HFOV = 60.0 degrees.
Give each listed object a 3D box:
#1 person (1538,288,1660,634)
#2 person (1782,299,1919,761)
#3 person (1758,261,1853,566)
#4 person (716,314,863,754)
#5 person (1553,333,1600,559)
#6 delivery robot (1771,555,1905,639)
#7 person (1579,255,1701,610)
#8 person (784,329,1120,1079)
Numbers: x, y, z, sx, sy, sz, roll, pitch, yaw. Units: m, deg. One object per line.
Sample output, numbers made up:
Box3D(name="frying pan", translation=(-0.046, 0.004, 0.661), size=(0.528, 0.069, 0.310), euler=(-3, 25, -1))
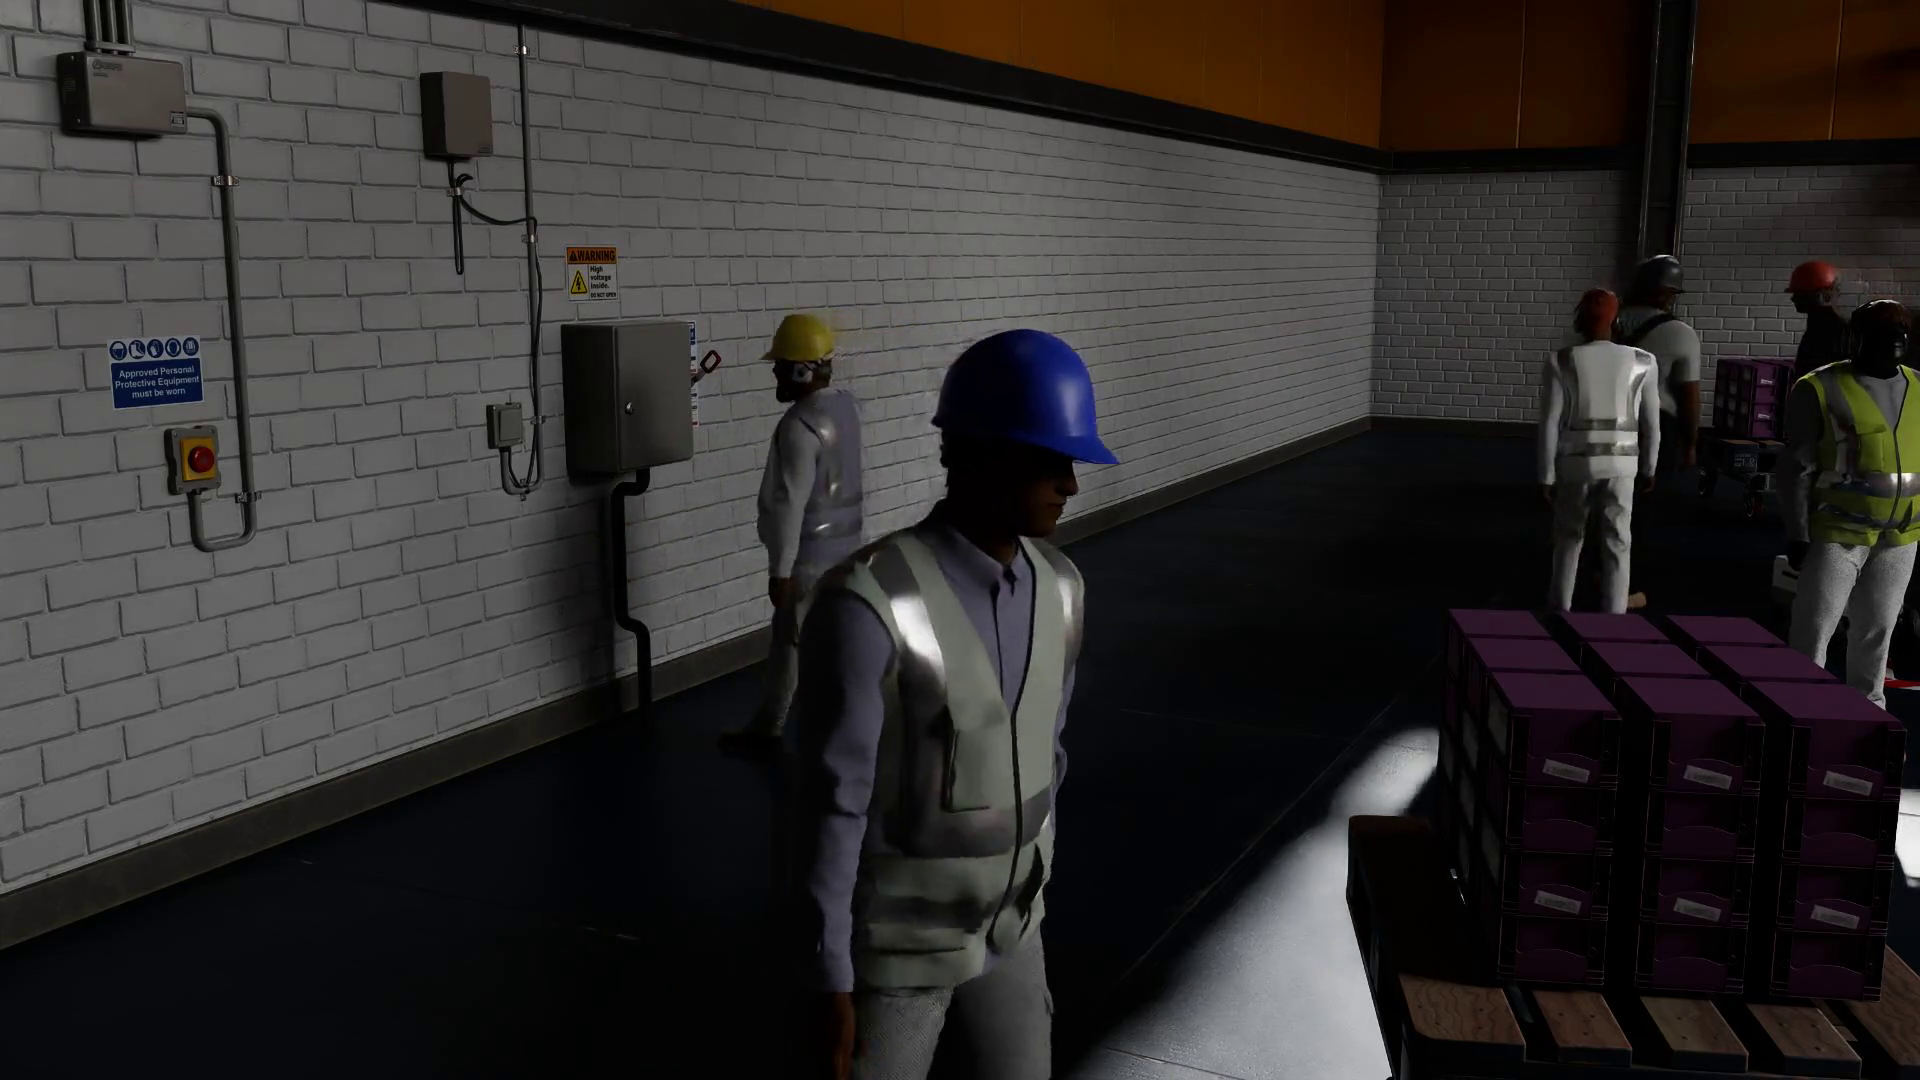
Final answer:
Box3D(name="person", translation=(3.246, -0.351, 8.483), size=(0.604, 1.836, 0.916), euler=(2, 10, 12))
Box3D(name="person", translation=(3.581, -0.027, 6.608), size=(0.627, 1.844, 0.429), euler=(-1, 10, -4))
Box3D(name="person", translation=(5.405, -0.772, 10.567), size=(0.627, 1.963, 0.660), euler=(8, 12, 38))
Box3D(name="person", translation=(-0.584, 0.017, 6.493), size=(0.839, 1.799, 0.609), euler=(2, 10, 13))
Box3D(name="person", translation=(4.111, -0.656, 10.854), size=(0.500, 1.633, 0.280), euler=(1, 10, 5))
Box3D(name="delivery robot", translation=(4.505, 0.233, 8.551), size=(0.477, 0.478, 0.707), euler=(-1, 10, -4))
Box3D(name="person", translation=(3.896, -0.620, 9.466), size=(0.608, 2.000, 0.700), euler=(-7, 12, -37))
Box3D(name="person", translation=(-0.094, 0.609, 2.743), size=(0.720, 1.915, 0.628), euler=(9, 13, 43))
